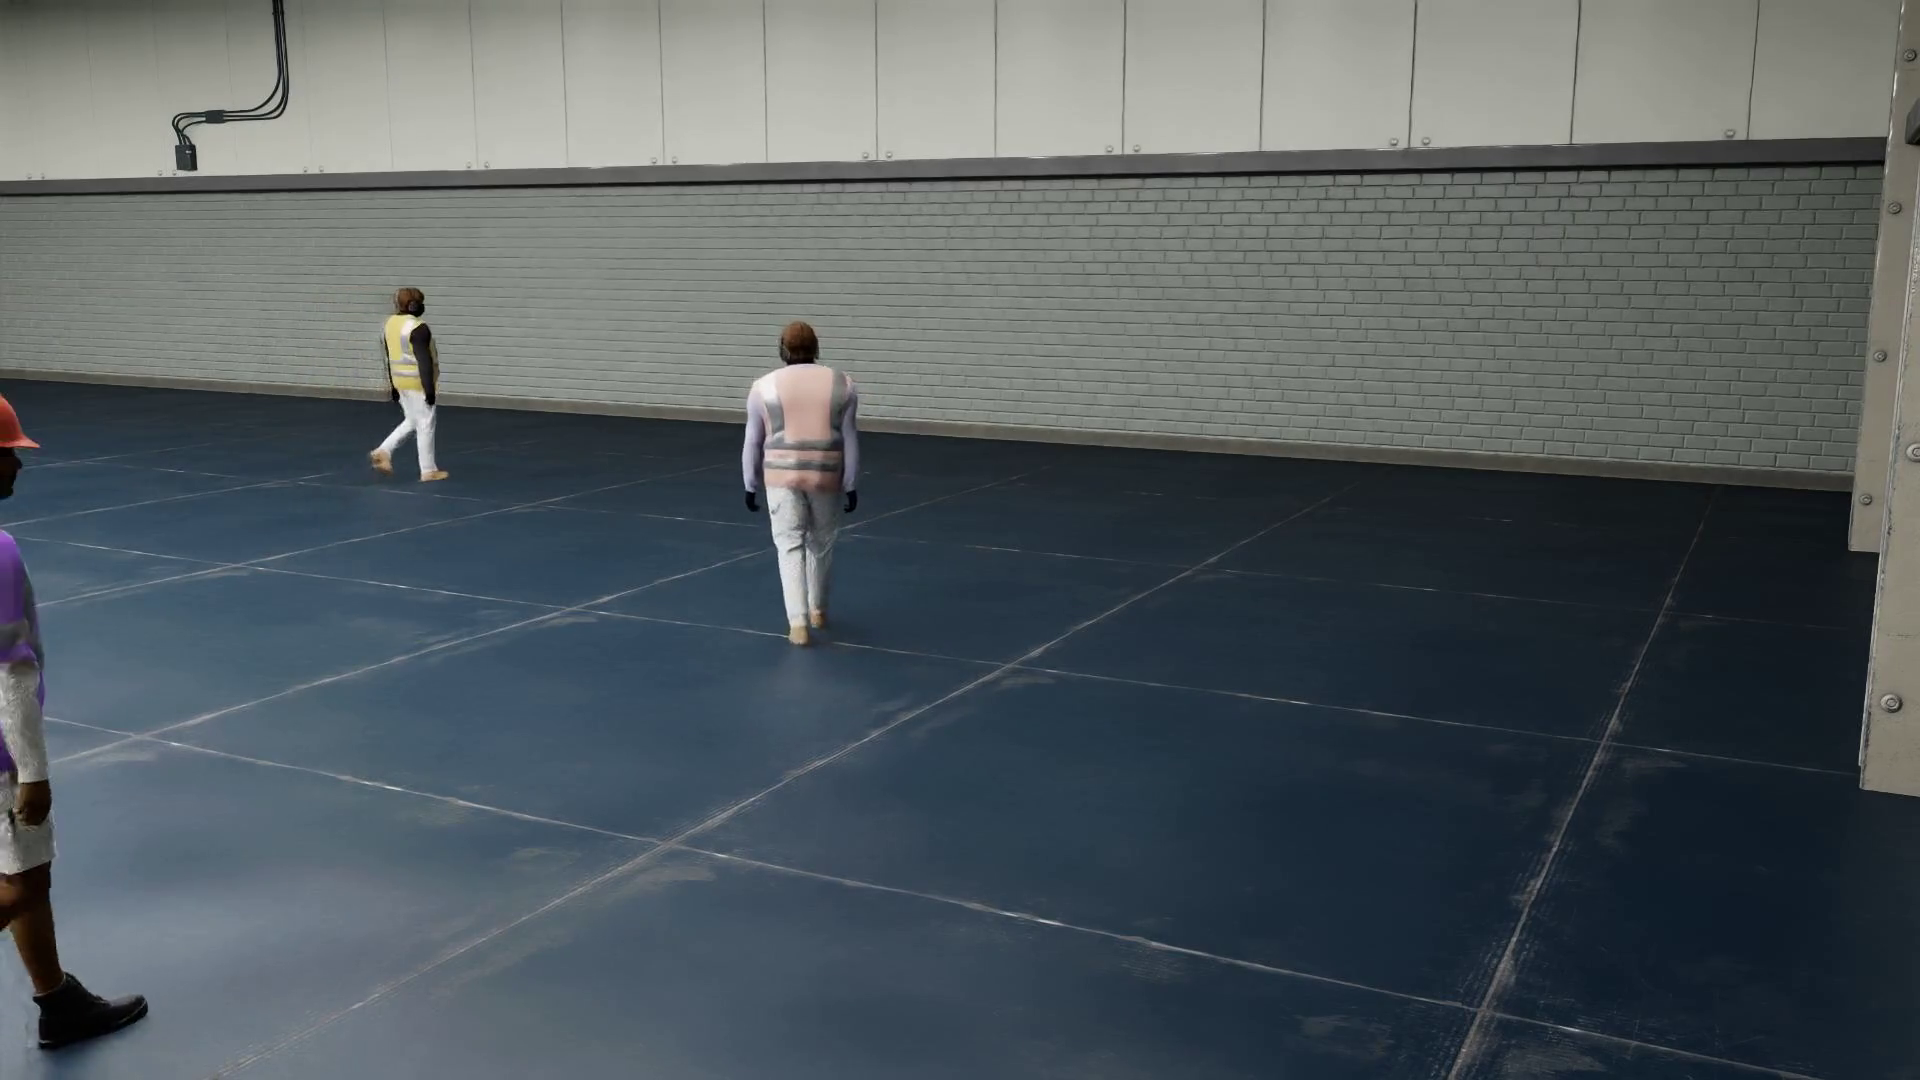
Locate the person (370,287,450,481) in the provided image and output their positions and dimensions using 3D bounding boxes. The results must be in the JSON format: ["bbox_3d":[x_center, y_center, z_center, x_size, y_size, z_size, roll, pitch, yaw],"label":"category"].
[{"bbox_3d":[-5.123,-1.434,15.460,0.604,1.826,0.631,-10,14,-43],"label":"person"}]

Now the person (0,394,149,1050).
[{"bbox_3d":[-2.666,0.540,4.444,0.557,1.918,0.776,8,13,38],"label":"person"}]

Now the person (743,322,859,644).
[{"bbox_3d":[-0.909,-0.332,9.498,0.648,1.811,0.793,-2,11,-12],"label":"person"}]
